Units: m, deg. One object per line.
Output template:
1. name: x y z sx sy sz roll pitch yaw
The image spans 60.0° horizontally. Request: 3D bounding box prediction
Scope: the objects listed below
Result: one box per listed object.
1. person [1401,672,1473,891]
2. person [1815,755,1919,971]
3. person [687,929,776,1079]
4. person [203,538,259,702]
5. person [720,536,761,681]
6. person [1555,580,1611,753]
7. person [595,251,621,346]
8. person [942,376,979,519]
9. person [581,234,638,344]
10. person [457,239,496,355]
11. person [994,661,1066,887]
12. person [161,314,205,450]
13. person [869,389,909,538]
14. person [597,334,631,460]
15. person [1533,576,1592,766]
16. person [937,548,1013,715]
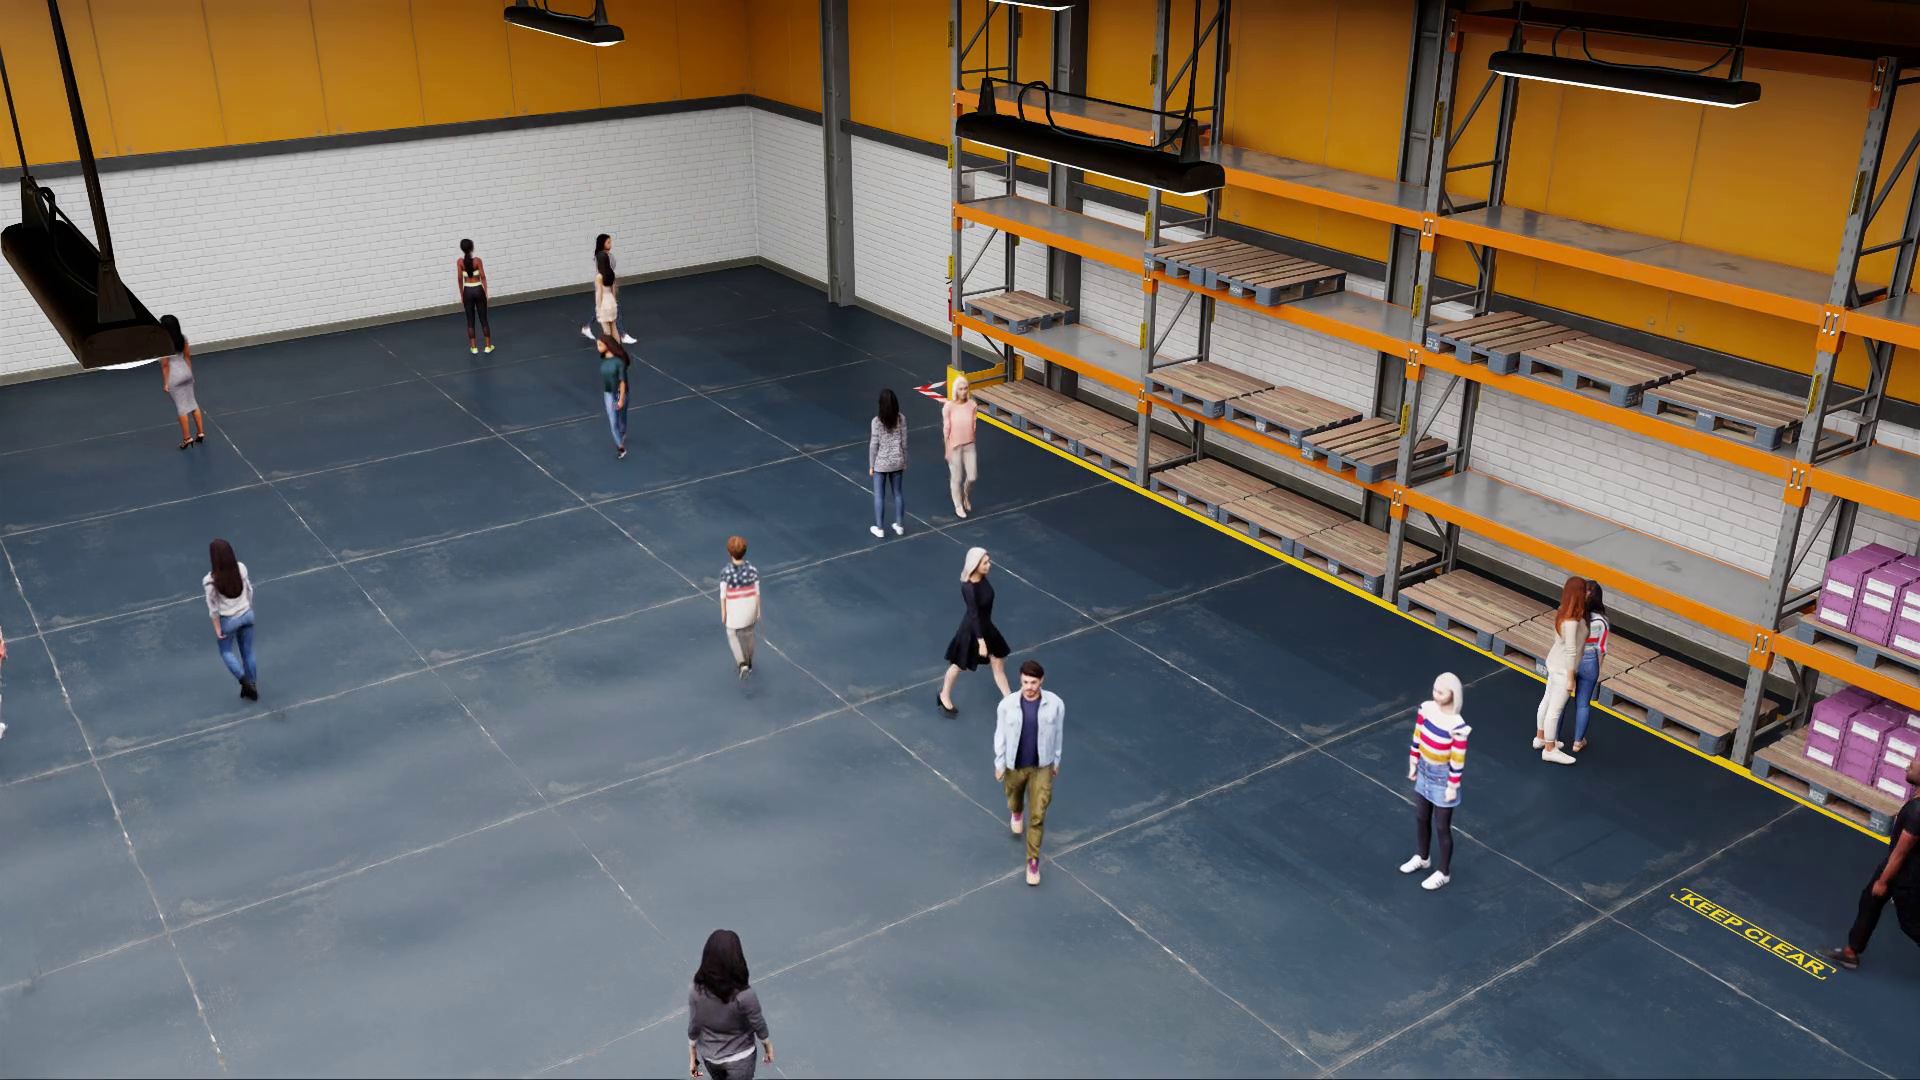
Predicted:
1. person: 3.643 1.807 12.642 0.726 1.806 0.488 -12 27 -26
2. person: 6.624 2.347 11.442 1.303 1.777 0.969 15 28 31
3. person: -1.385 3.129 9.737 1.161 1.709 1.184 5 24 12
4. person: -6.609 0.763 15.264 0.715 1.617 0.686 18 29 35
5. person: -2.060 0.666 15.726 0.669 1.425 0.874 -7 25 -16
6. person: 5.399 1.086 14.530 0.626 1.613 0.731 9 25 20
7. person: -5.244 -3.444 24.741 0.668 1.735 0.662 12 26 25
8. person: -0.027 -1.107 19.421 0.678 1.714 0.698 -8 25 -18
9. person: -5.580 -3.879 25.792 1.240 1.691 1.136 6 24 13
10. person: -7.407 -3.721 25.352 0.631 1.754 0.632 -4 24 -9
11. person: 0.527 1.708 12.896 1.113 1.783 1.246 1 24 3
12. person: -10.087 -2.060 21.518 0.665 1.781 0.661 12 26 25
13. person: -0.811 -0.878 18.875 0.648 1.731 0.581 -11 26 -24
14. person: -4.407 -1.863 21.330 0.973 1.571 1.029 4 24 9
15. person: 5.194 1.102 14.370 0.746 1.713 0.678 3 24 6
16. person: 0.064 0.876 14.910 1.239 1.695 1.065 8 25 18
